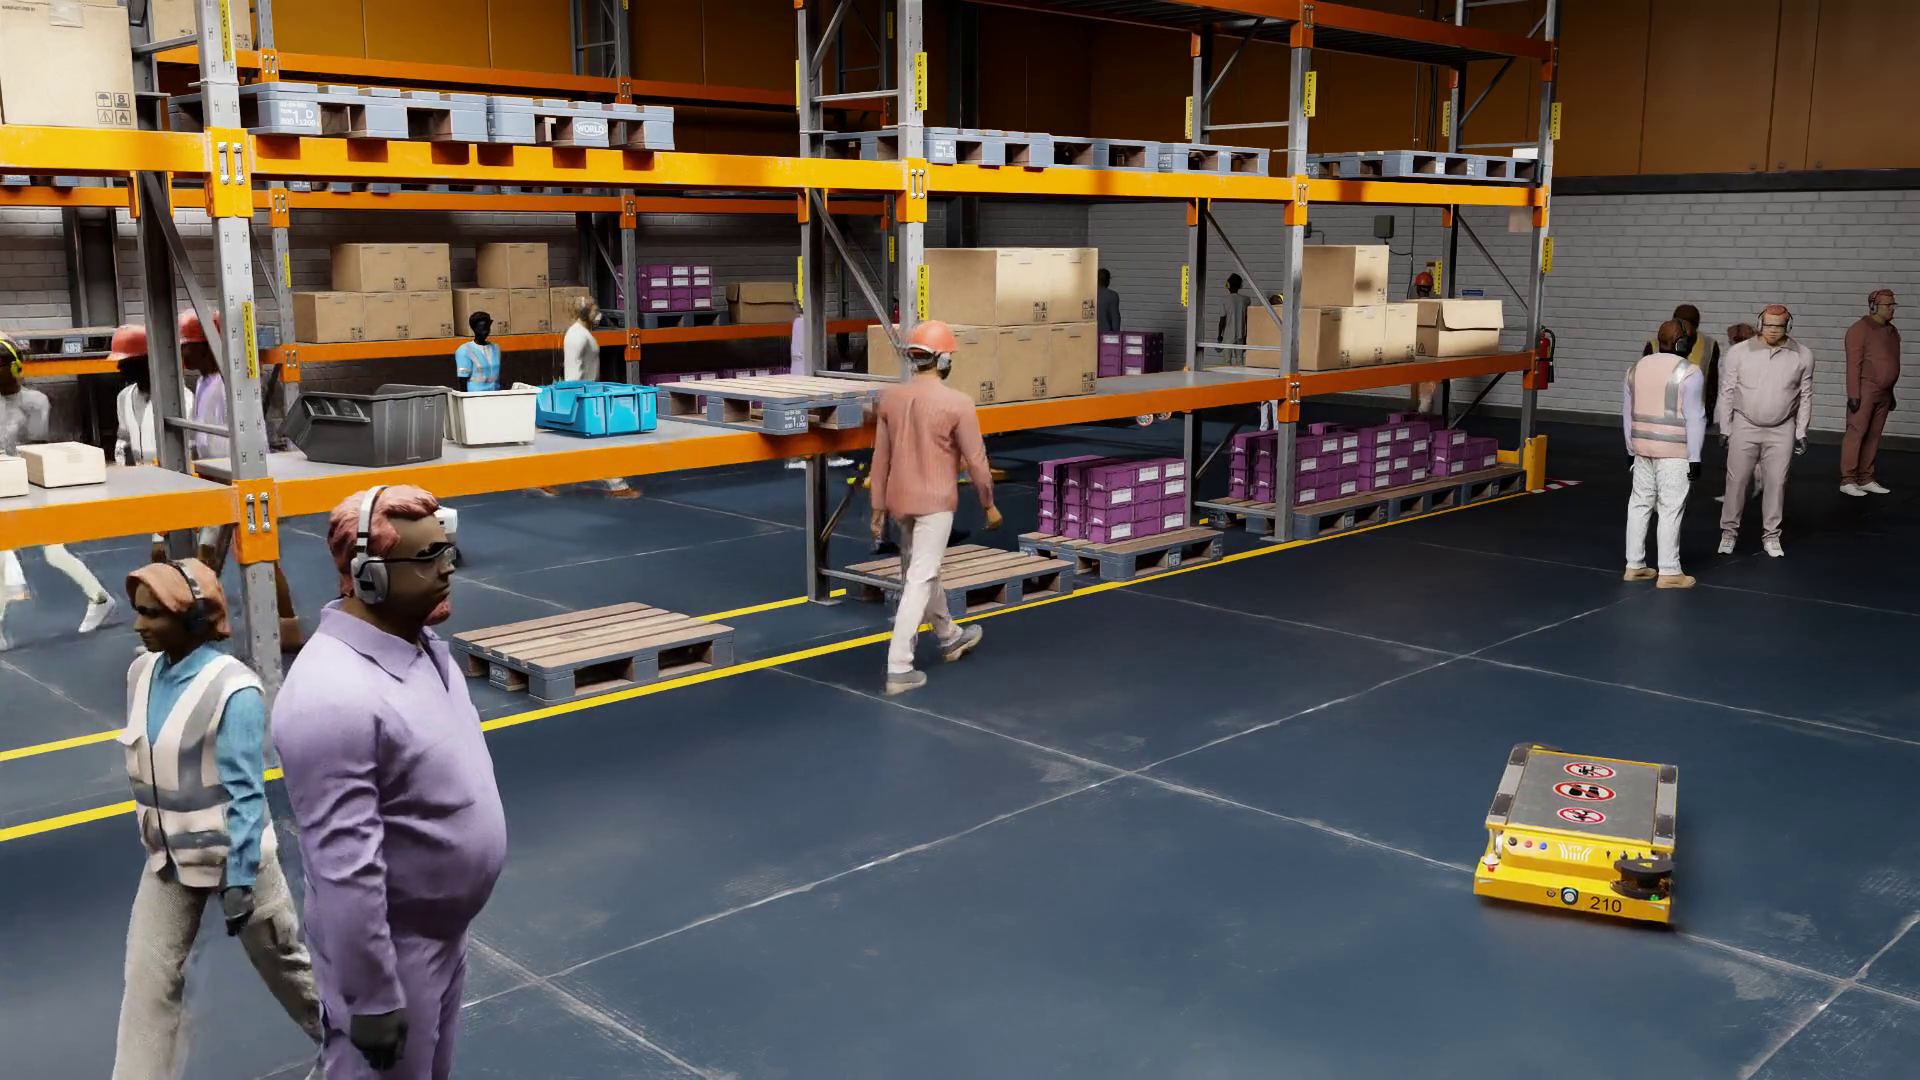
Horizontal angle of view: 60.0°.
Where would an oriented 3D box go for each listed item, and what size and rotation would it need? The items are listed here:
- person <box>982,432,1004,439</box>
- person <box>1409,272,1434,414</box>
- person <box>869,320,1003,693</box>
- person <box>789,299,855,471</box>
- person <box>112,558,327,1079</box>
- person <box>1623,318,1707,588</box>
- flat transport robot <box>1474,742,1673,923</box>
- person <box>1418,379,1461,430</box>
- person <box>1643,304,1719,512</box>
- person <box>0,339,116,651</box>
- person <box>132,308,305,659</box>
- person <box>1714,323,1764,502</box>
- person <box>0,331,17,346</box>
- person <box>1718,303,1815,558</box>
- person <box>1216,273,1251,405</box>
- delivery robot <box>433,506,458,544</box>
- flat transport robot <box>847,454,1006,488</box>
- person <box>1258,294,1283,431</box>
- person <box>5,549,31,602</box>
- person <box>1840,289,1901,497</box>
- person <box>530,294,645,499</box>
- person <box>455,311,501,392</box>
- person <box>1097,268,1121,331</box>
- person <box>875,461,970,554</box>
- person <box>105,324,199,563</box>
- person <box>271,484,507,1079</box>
[{"bbox_3d":[0.325,-2.077,19.719,0.523,1.769,0.316,-9,14,-41],"label":"person"},{"bbox_3d":[5.911,-2.454,21.303,0.543,1.939,0.360,-2,11,-12],"label":"person"},{"bbox_3d":[-0.122,-0.201,8.990,0.625,1.943,0.997,9,14,39],"label":"person"},{"bbox_3d":[-1.433,-1.664,17.083,0.806,1.897,0.620,-5,12,-27],"label":"person"},{"bbox_3d":[-1.950,0.825,4.356,0.530,1.596,0.851,6,12,29],"label":"person"},{"bbox_3d":[4.857,-0.597,11.446,0.429,1.842,0.632,-5,11,-24],"label":"person"},{"bbox_3d":[2.436,1.097,6.491,0.652,0.197,1.431,5,11,23],"label":"flat transport robot"},{"bbox_3d":[4.938,-1.520,17.167,0.869,1.588,0.521,1,10,3],"label":"person"},{"bbox_3d":[6.260,-1.156,14.542,0.650,1.822,0.524,3,11,18],"label":"person"},{"bbox_3d":[-5.457,-0.275,9.773,0.522,1.820,0.967,3,11,16],"label":"person"},{"bbox_3d":[-4.201,-0.281,9.287,0.991,1.991,0.611,-6,12,-31],"label":"person"},{"bbox_3d":[7.008,-1.123,14.900,0.512,1.622,0.377,-7,12,-33],"label":"person"},{"bbox_3d":[-8.203,-1.118,14.056,0.373,1.925,0.585,1,10,7],"label":"person"},{"bbox_3d":[6.034,-0.817,12.484,0.639,1.902,0.407,3,11,18],"label":"person"},{"bbox_3d":[3.883,-2.851,23.654,0.510,1.872,0.328,-3,11,-17],"label":"person"},{"bbox_3d":[-3.981,-0.090,11.936,0.477,0.478,0.707,10,14,42],"label":"delivery robot"},{"bbox_3d":[-0.315,-0.653,16.033,1.431,0.197,0.652,-8,13,-37],"label":"flat transport robot"},{"bbox_3d":[2.931,-1.335,15.392,0.329,1.872,0.508,-6,12,-28],"label":"person"},{"bbox_3d":[-6.597,-0.455,10.694,1.005,1.825,0.589,-9,13,-39],"label":"person"},{"bbox_3d":[8.481,-1.363,15.442,0.638,1.909,0.408,-6,12,-29],"label":"person"},{"bbox_3d":[-3.466,-1.292,15.126,1.039,1.894,0.642,-1,10,-8],"label":"person"},{"bbox_3d":[-4.529,-1.318,15.774,0.318,1.693,0.539,6,12,29],"label":"person"},{"bbox_3d":[2.012,-2.913,23.804,0.633,1.938,0.356,8,13,36],"label":"person"},{"bbox_3d":[-0.324,-0.770,12.685,0.864,1.725,0.542,-9,13,-39],"label":"person"},{"bbox_3d":[-4.542,-0.270,9.471,0.622,1.908,0.605,5,11,25],"label":"person"},{"bbox_3d":[-1.145,0.830,3.480,0.402,1.911,0.638,-1,10,-4],"label":"person"}]
